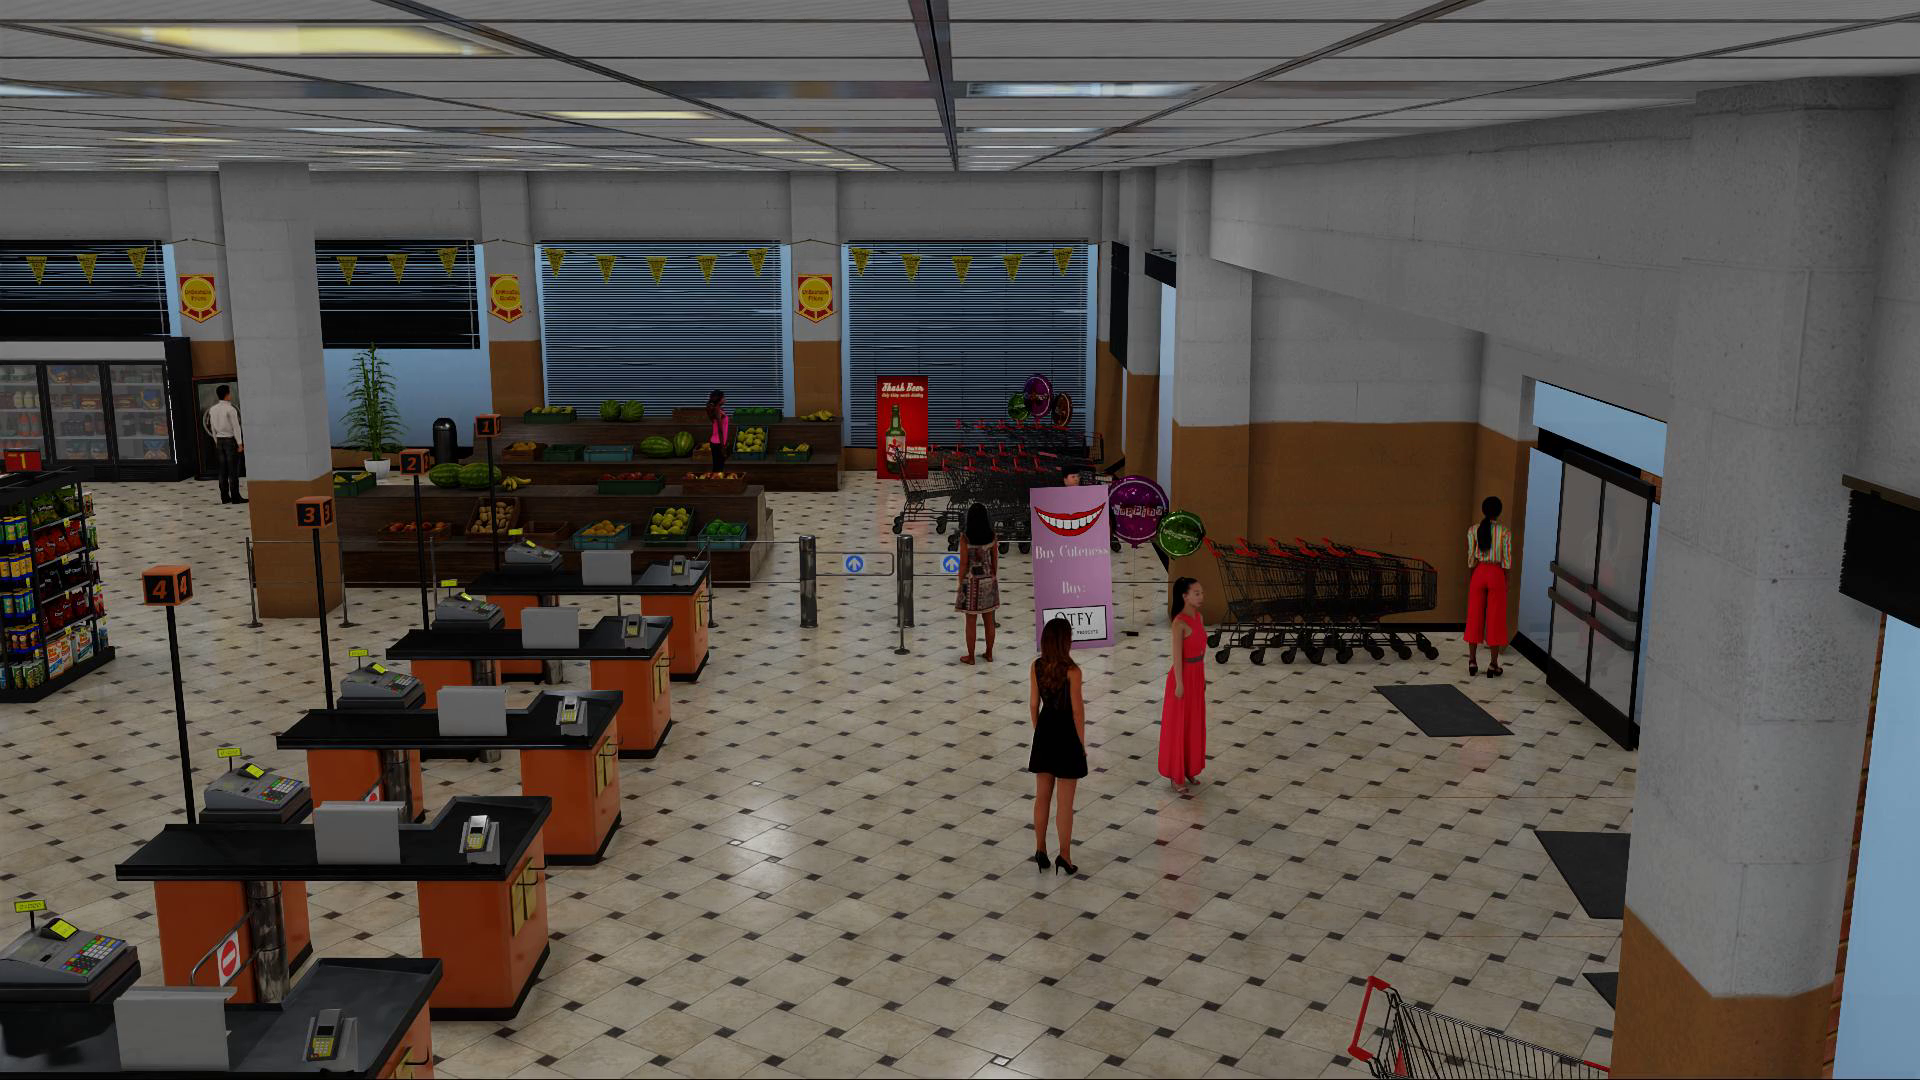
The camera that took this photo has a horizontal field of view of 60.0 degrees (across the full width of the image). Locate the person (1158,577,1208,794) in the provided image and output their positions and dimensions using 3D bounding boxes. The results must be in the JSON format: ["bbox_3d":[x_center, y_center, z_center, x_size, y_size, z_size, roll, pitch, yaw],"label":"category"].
[{"bbox_3d":[1.797,1.134,13.195,0.748,1.727,0.713,8,15,35],"label":"person"}]

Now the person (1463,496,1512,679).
[{"bbox_3d":[5.167,0.452,16.276,0.638,1.793,0.742,7,14,31],"label":"person"}]

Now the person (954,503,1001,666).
[{"bbox_3d":[0.183,0.429,16.740,0.643,1.645,0.784,-6,13,-27],"label":"person"}]

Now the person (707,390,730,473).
[{"bbox_3d":[-3.703,-1.442,25.439,0.633,1.723,0.628,-4,12,-17],"label":"person"}]

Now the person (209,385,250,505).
[{"bbox_3d":[-11.141,-1.455,25.287,0.636,1.811,0.794,5,13,21],"label":"person"}]

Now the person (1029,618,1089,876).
[{"bbox_3d":[0.668,1.431,11.522,0.627,1.835,0.722,8,14,32],"label":"person"}]
